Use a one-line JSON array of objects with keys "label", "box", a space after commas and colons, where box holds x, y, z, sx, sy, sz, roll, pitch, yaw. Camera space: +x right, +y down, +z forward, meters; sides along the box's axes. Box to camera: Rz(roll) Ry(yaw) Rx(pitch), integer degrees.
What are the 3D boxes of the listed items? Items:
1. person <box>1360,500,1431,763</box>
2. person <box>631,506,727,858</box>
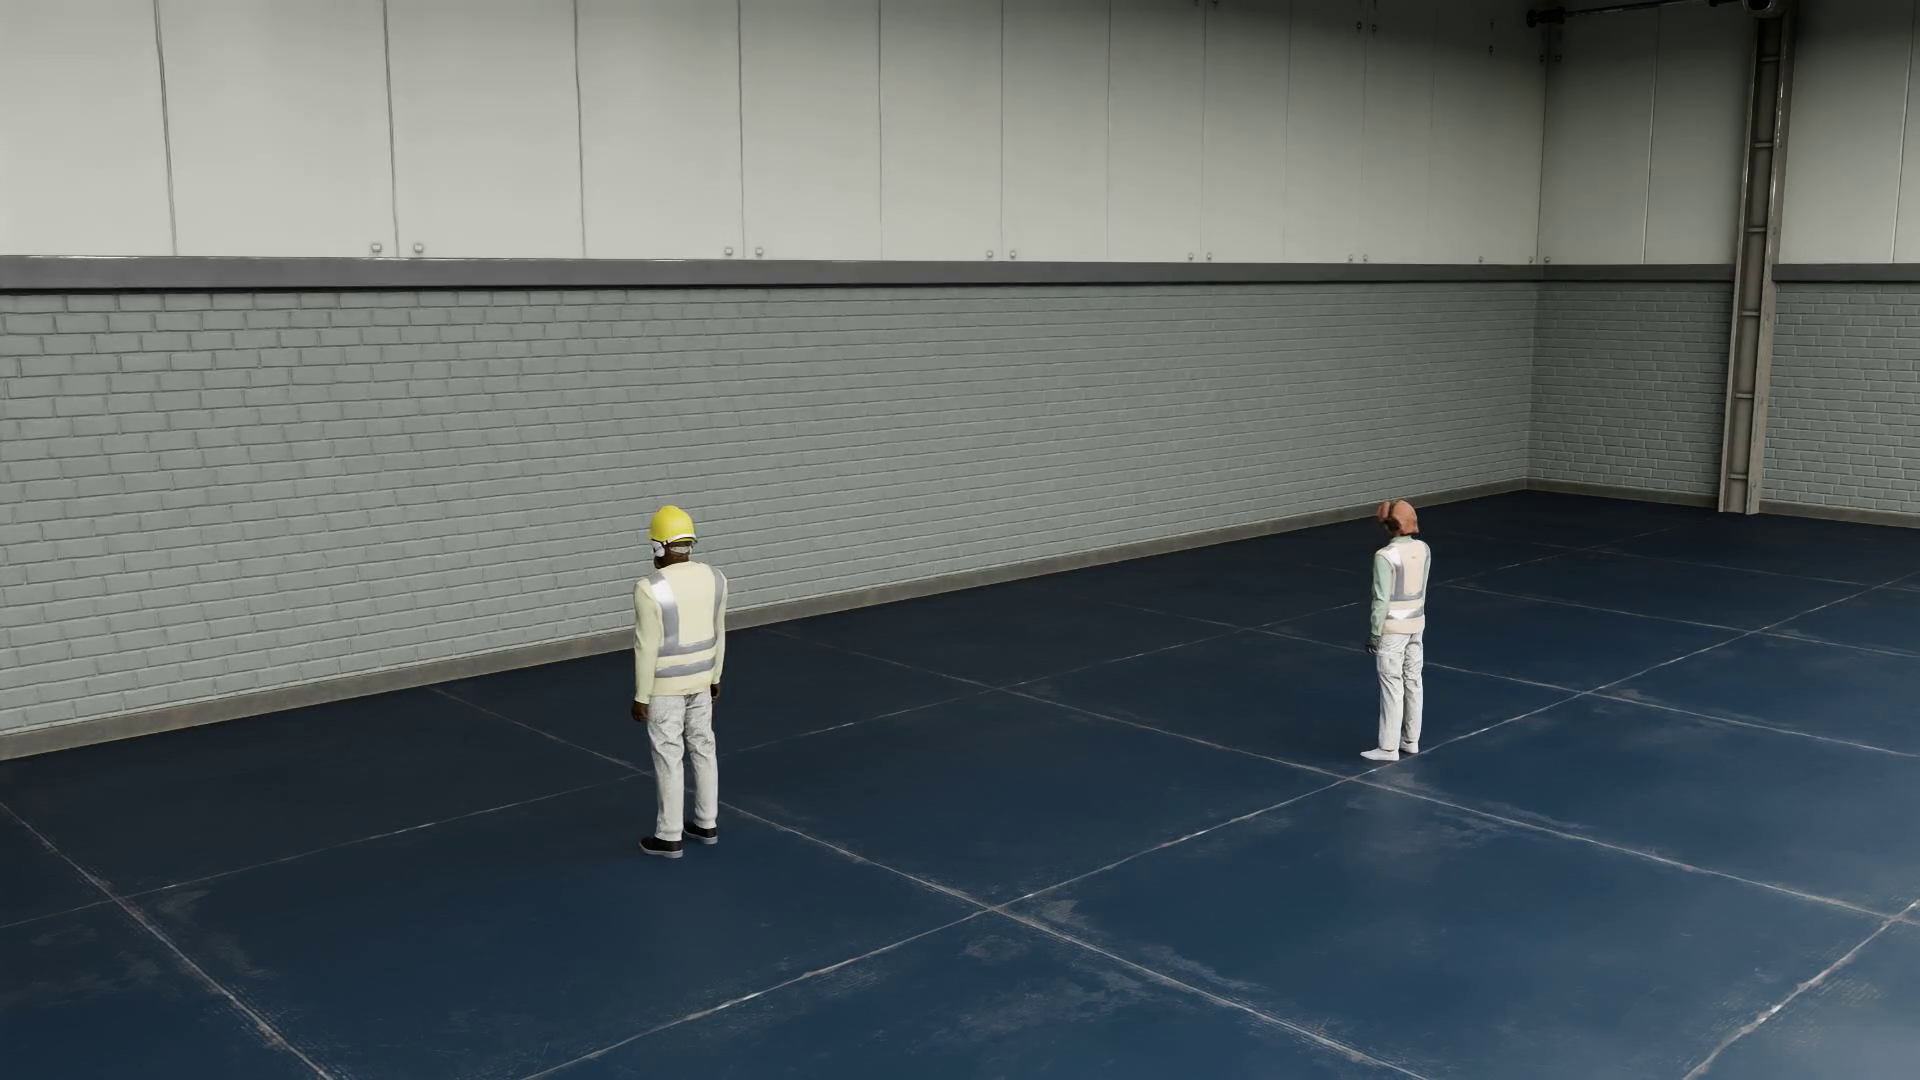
[{"label": "person", "box": [2.712, 0.564, 10.313, 0.512, 1.640, 0.309, -8, 12, -41]}, {"label": "person", "box": [-1.481, 0.731, 8.675, 0.404, 1.831, 0.600, 7, 12, 38]}]
